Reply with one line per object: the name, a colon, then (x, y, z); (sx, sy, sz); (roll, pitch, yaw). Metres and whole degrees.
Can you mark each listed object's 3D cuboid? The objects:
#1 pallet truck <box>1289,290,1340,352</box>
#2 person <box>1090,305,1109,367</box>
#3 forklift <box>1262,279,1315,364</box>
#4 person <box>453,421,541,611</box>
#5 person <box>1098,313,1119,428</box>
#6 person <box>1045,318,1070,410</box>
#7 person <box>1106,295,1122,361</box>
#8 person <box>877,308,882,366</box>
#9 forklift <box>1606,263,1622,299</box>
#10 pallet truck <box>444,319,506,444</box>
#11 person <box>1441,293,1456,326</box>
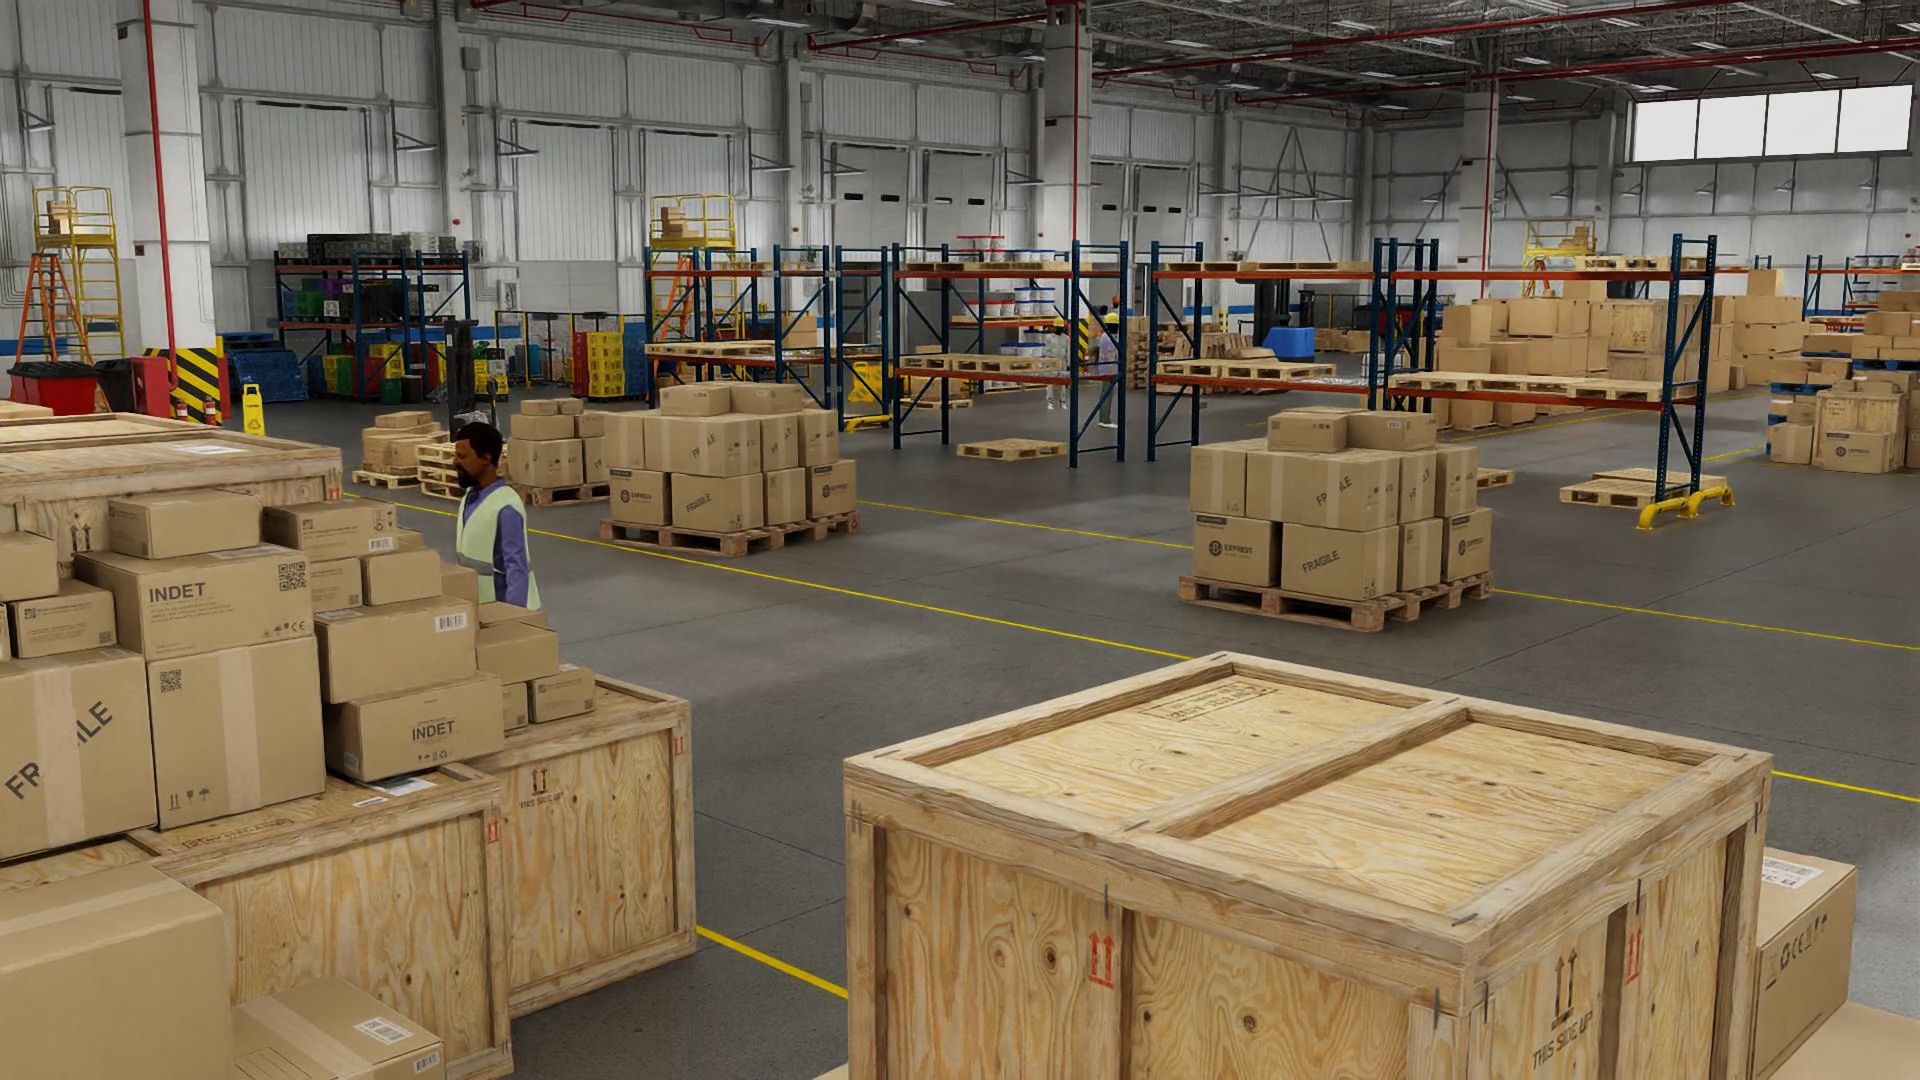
pallet truck: (11.297, -6.951, 52.861); (1.885, 1.965, 0.823); (-5, 11, -29)
person: (3.823, -5.526, 45.092); (0.383, 1.673, 0.555); (-4, 10, -21)
forklift: (8.555, -6.090, 44.881); (1.873, 2.768, 1.129); (9, 13, 43)
person: (-2.288, 0.372, 8.207); (0.397, 1.920, 0.587); (-6, 11, -34)
person: (2.519, -2.837, 27.856); (0.382, 1.924, 0.594); (-1, 9, -7)
person: (1.847, -3.325, 31.427); (0.484, 1.739, 0.319); (-2, 9, -11)
person: (4.267, -5.750, 45.680); (0.545, 1.938, 0.361); (0, 9, -1)
person: (-2.064, -5.359, 44.233); (0.312, 1.633, 0.520); (0, 9, 2)
forklift: (17.860, -6.203, 45.576); (1.873, 2.768, 1.129); (3, 10, 15)
pallet truck: (-6.981, -1.942, 22.150); (1.885, 1.965, 0.823); (1, 9, 9)
person: (16.015, -7.067, 53.984); (1.067, 1.874, 0.654); (-2, 10, -14)
